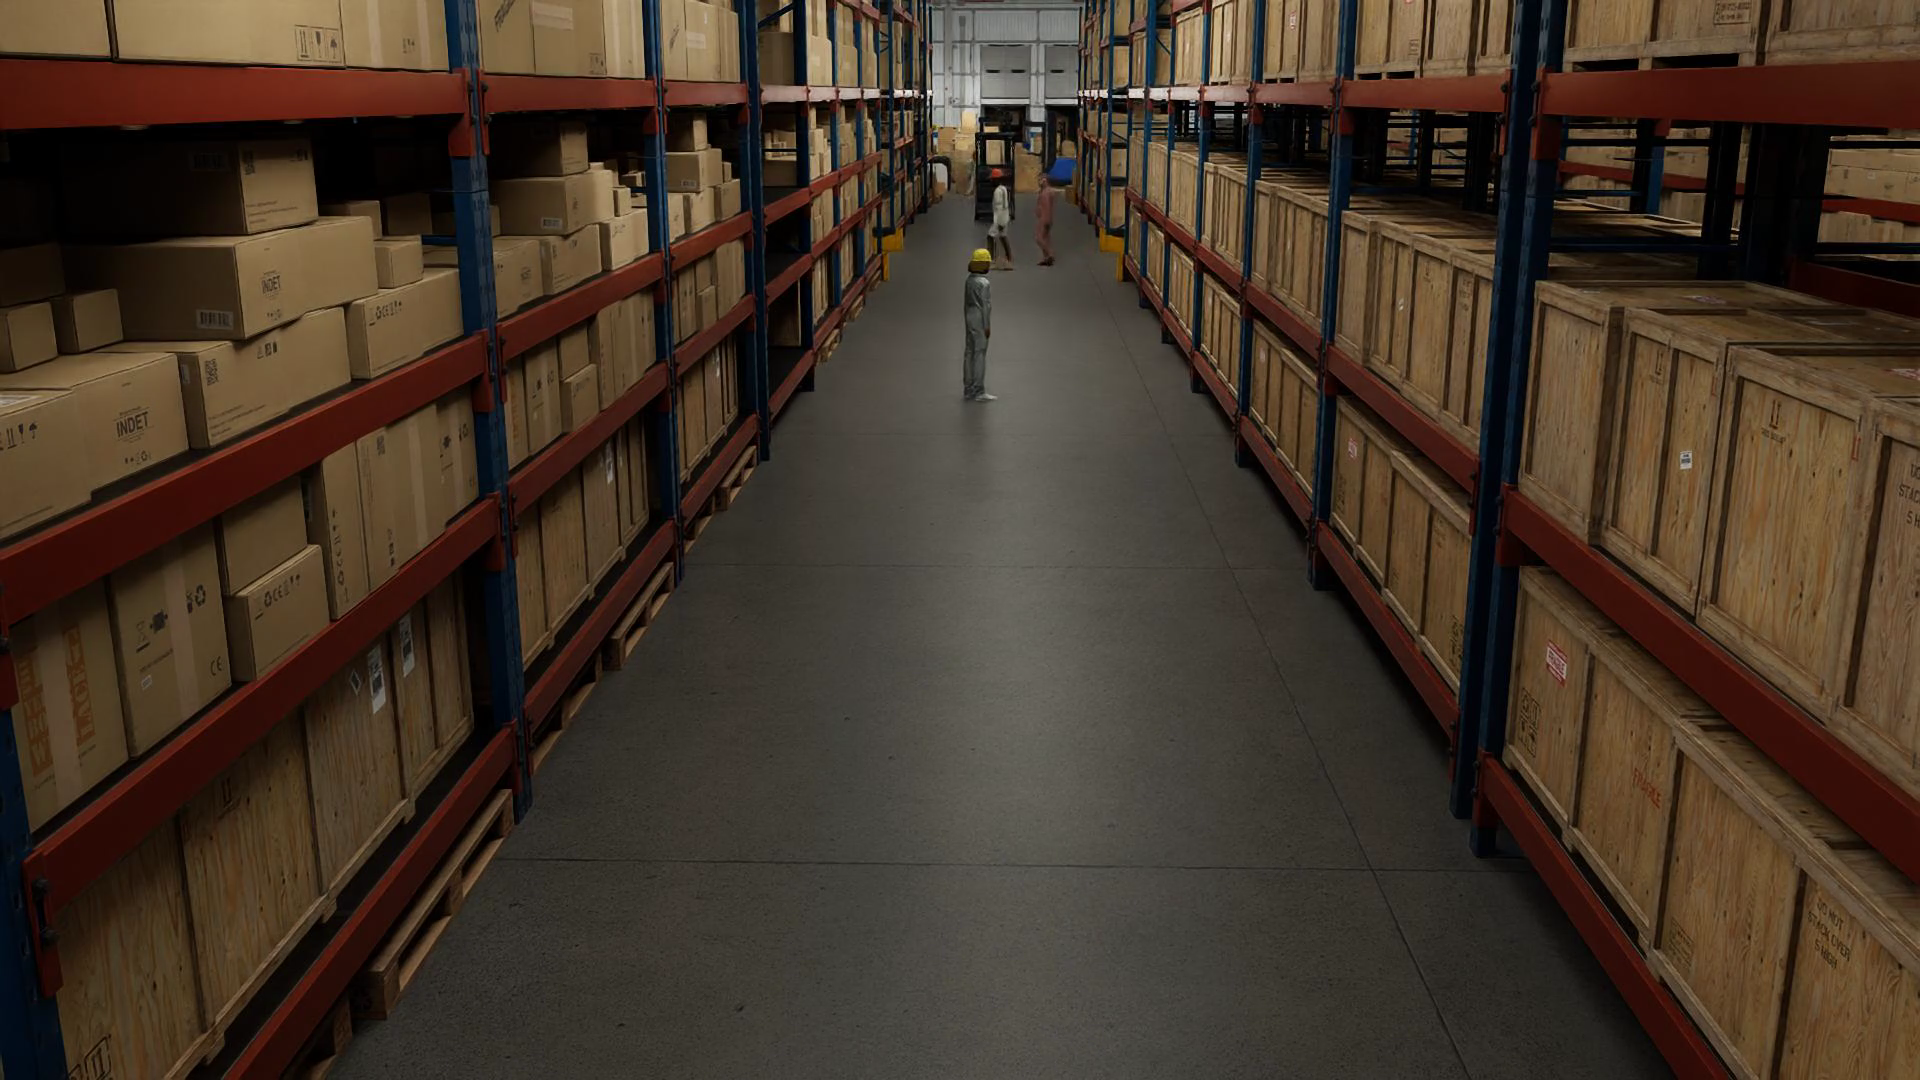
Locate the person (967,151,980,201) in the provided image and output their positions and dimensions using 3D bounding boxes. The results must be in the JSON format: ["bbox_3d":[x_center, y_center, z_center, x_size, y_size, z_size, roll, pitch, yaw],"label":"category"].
[{"bbox_3d":[0.487,-11.893,54.414,0.515,1.629,0.383,-12,19,-37],"label":"person"}]

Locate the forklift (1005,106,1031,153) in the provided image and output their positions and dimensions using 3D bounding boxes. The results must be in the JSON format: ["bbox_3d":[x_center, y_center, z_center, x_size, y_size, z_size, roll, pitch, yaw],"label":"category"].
[{"bbox_3d":[2.696,-20.064,82.443,1.129,2.768,1.873,-7,17,-24],"label":"forklift"}]

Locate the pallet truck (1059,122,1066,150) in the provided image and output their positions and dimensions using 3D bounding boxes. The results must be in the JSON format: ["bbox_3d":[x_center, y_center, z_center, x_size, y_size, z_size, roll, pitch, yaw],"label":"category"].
[{"bbox_3d":[5.788,-21.111,88.014,1.885,1.965,0.823,5,16,18],"label":"pallet truck"}]

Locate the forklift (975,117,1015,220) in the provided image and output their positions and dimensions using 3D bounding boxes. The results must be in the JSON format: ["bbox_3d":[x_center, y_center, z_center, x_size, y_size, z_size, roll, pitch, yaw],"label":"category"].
[{"bbox_3d":[0.985,-10.428,46.589,1.129,2.768,1.873,0,15,1],"label":"forklift"}]

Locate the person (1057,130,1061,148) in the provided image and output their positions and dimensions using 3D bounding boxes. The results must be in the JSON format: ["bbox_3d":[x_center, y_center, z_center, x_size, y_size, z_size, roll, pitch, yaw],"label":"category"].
[{"bbox_3d":[5.050,-20.410,86.099,0.311,1.635,0.513,5,16,17],"label":"person"}]

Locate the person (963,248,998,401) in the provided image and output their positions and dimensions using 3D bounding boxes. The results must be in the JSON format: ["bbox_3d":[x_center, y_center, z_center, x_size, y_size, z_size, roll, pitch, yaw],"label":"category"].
[{"bbox_3d":[0.227,-2.487,19.205,0.312,1.741,0.487,-8,17,-27],"label":"person"}]

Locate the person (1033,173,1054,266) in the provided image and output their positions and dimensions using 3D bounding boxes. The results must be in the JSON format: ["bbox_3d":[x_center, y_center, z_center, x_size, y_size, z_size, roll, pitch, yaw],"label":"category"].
[{"bbox_3d":[1.714,-6.551,34.052,0.430,1.893,0.662,2,15,8],"label":"person"}]

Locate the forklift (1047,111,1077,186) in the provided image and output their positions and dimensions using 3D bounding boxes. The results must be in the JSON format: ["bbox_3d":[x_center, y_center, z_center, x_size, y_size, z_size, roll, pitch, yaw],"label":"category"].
[{"bbox_3d":[3.469,-14.642,62.270,1.873,2.768,1.129,0,15,1],"label":"forklift"}]

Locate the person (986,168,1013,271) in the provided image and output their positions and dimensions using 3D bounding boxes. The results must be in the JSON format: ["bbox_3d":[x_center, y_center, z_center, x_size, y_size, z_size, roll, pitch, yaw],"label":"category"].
[{"bbox_3d":[0.692,-6.369,33.142,0.816,2.014,0.637,3,15,12],"label":"person"}]

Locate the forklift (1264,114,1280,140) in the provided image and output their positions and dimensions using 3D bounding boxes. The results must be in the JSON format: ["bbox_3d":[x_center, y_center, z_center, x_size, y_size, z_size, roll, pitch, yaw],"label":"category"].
[{"bbox_3d":[11.031,-14.038,60.023,1.129,2.768,1.873,0,15,2],"label":"forklift"}]
